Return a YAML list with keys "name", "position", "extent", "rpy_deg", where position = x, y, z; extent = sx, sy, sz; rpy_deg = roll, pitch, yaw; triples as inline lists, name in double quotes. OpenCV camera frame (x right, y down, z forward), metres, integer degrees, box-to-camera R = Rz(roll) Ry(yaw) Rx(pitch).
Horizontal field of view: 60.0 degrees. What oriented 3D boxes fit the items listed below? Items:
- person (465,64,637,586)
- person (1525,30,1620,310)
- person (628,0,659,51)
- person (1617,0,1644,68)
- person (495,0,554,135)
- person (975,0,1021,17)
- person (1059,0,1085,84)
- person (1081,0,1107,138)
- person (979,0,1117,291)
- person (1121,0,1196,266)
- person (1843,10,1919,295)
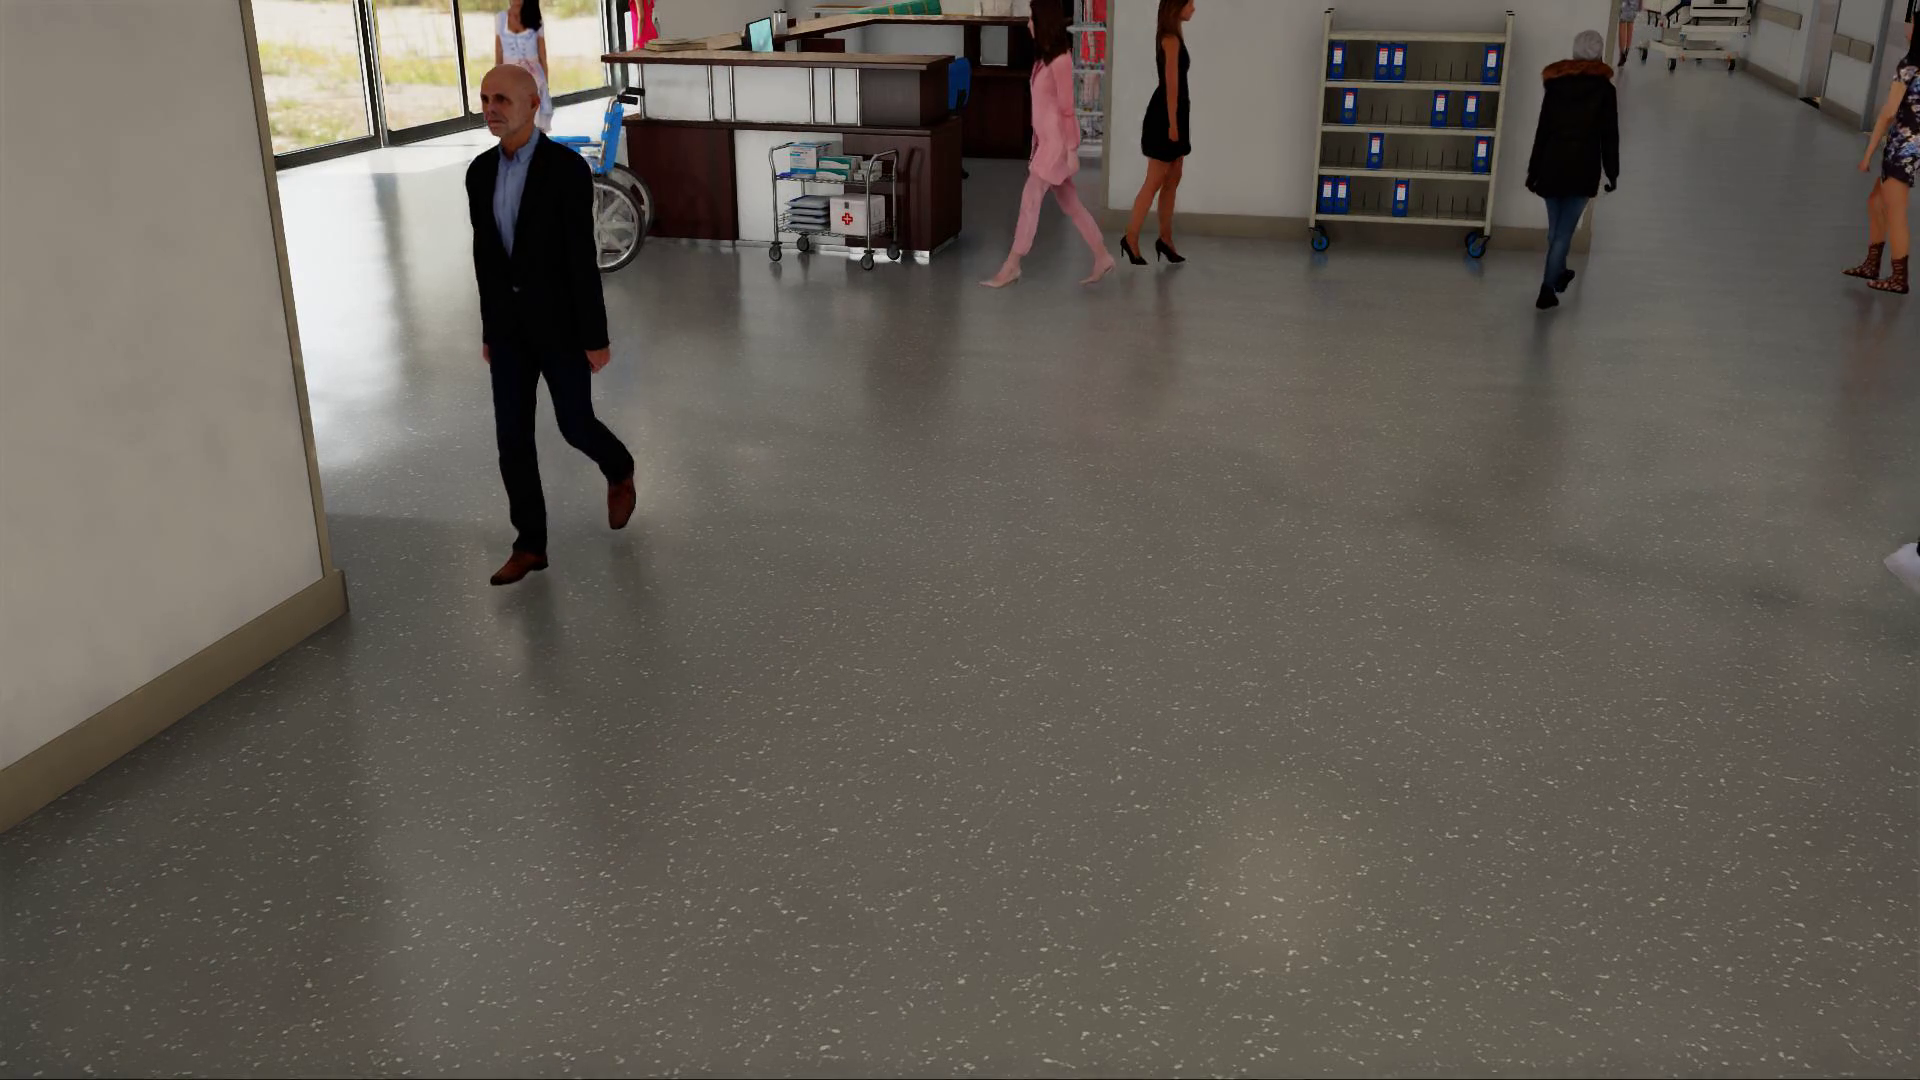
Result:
- name: "person"
  position: [-1.457, -0.775, 5.966]
  extent: [1.014, 1.777, 0.764]
  rpy_deg: [7, 22, 17]
- name: "person"
  position: [3.595, -2.168, 9.881]
  extent: [0.974, 1.610, 0.930]
  rpy_deg: [16, 26, 37]
- name: "person"
  position: [-3.712, -5.941, 19.676]
  extent: [0.539, 1.728, 0.571]
  rpy_deg: [4, 21, 12]
- name: "person"
  position: [10.273, -8.202, 25.532]
  extent: [0.637, 1.807, 0.697]
  rpy_deg: [2, 21, 6]
- name: "person"
  position: [-3.480, -3.544, 13.262]
  extent: [1.141, 1.788, 0.963]
  rpy_deg: [-2, 21, -4]
- name: "person"
  position: [0.403, -5.209, 17.628]
  extent: [0.530, 1.809, 0.736]
  rpy_deg: [2, 21, 5]
- name: "person"
  position: [1.483, -7.175, 23.098]
  extent: [0.656, 1.612, 0.784]
  rpy_deg: [12, 24, 29]
- name: "person"
  position: [1.437, -5.254, 17.722]
  extent: [0.560, 1.828, 0.625]
  rpy_deg: [9, 23, 23]
- name: "person"
  position: [0.680, -2.381, 10.249]
  extent: [1.210, 1.748, 0.939]
  rpy_deg: [-3, 21, -8]
- name: "person"
  position: [1.337, -2.751, 11.105]
  extent: [0.724, 1.834, 0.659]
  rpy_deg: [1, 21, 4]
- name: "person"
  position: [5.920, -2.375, 10.272]
  extent: [0.813, 1.720, 0.873]
  rpy_deg: [-13, 24, -30]
